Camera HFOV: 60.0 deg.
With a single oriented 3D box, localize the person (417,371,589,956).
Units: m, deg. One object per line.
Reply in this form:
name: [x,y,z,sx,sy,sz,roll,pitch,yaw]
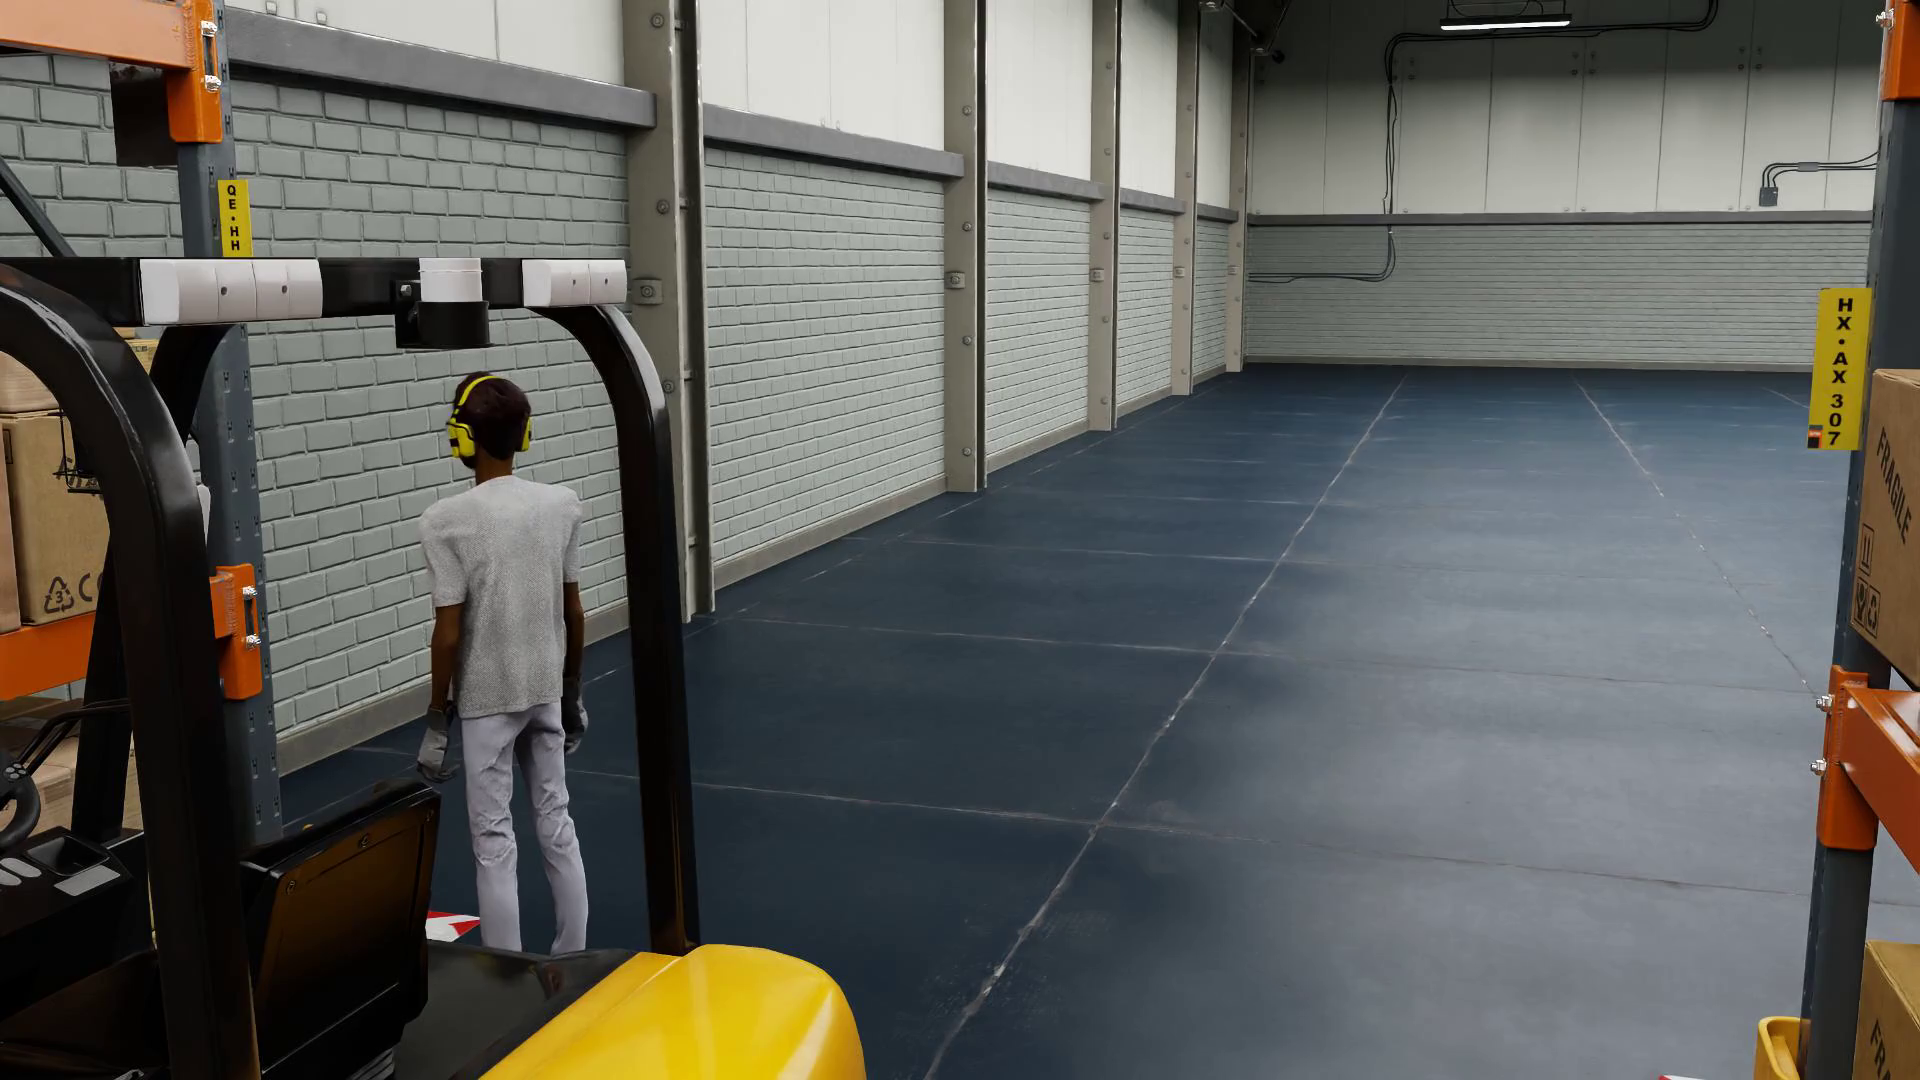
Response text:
person: [-1.278,0.467,4.658,0.329,1.875,0.516,9,13,42]
